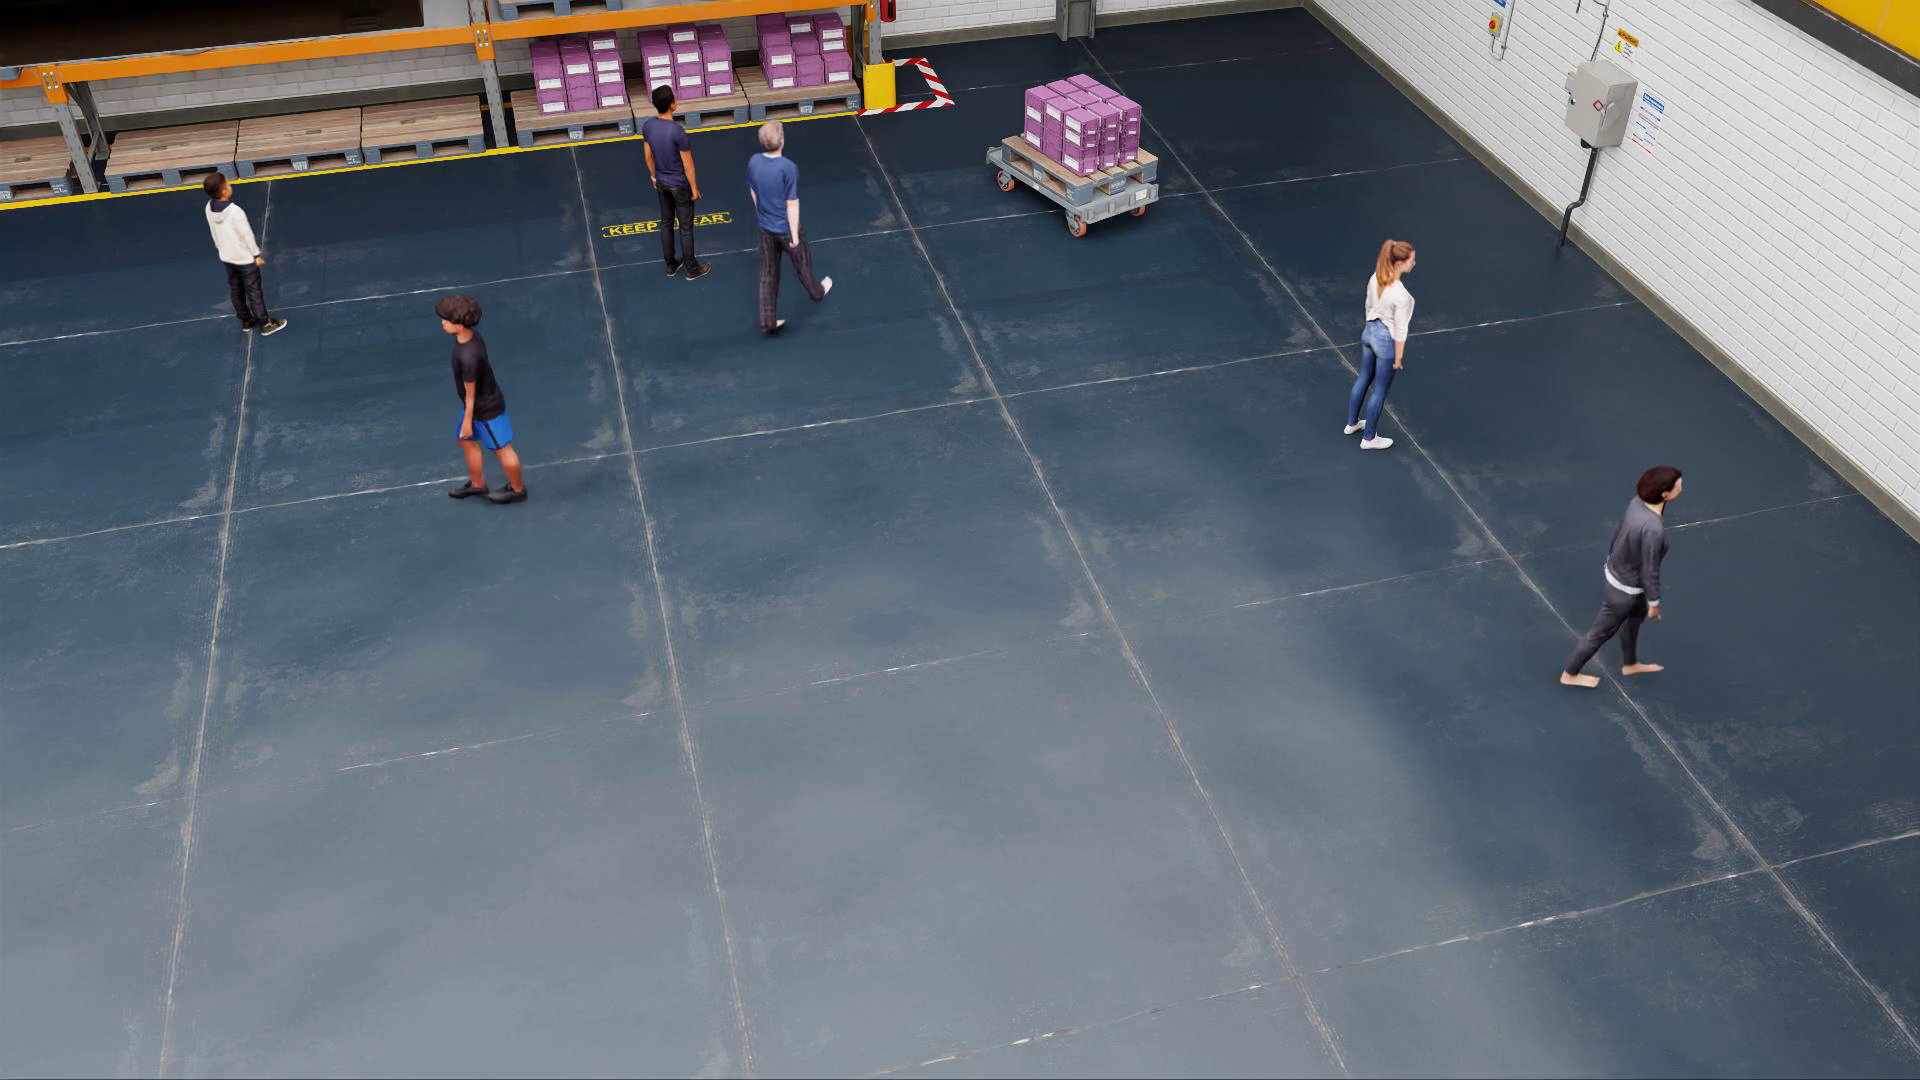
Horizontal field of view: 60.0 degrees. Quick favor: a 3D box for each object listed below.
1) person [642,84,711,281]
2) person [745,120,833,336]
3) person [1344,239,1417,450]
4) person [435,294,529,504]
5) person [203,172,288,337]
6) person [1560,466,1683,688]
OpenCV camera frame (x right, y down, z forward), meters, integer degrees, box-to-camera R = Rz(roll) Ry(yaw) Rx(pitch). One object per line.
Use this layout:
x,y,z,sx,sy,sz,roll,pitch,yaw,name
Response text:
-2.541,-3.153,14.704,0.696,1.793,0.776,17,42,20,person
-1.568,-2.558,13.928,1.151,1.832,1.165,17,42,20,person
3.214,-1.489,12.695,0.539,1.700,0.629,-14,41,-17,person
-3.365,-0.997,12.013,0.782,1.782,0.641,-11,40,-13,person
-6.107,-2.408,14.043,0.639,1.454,0.716,16,41,19,person
4.105,0.264,10.463,1.002,1.747,0.833,4,39,5,person
